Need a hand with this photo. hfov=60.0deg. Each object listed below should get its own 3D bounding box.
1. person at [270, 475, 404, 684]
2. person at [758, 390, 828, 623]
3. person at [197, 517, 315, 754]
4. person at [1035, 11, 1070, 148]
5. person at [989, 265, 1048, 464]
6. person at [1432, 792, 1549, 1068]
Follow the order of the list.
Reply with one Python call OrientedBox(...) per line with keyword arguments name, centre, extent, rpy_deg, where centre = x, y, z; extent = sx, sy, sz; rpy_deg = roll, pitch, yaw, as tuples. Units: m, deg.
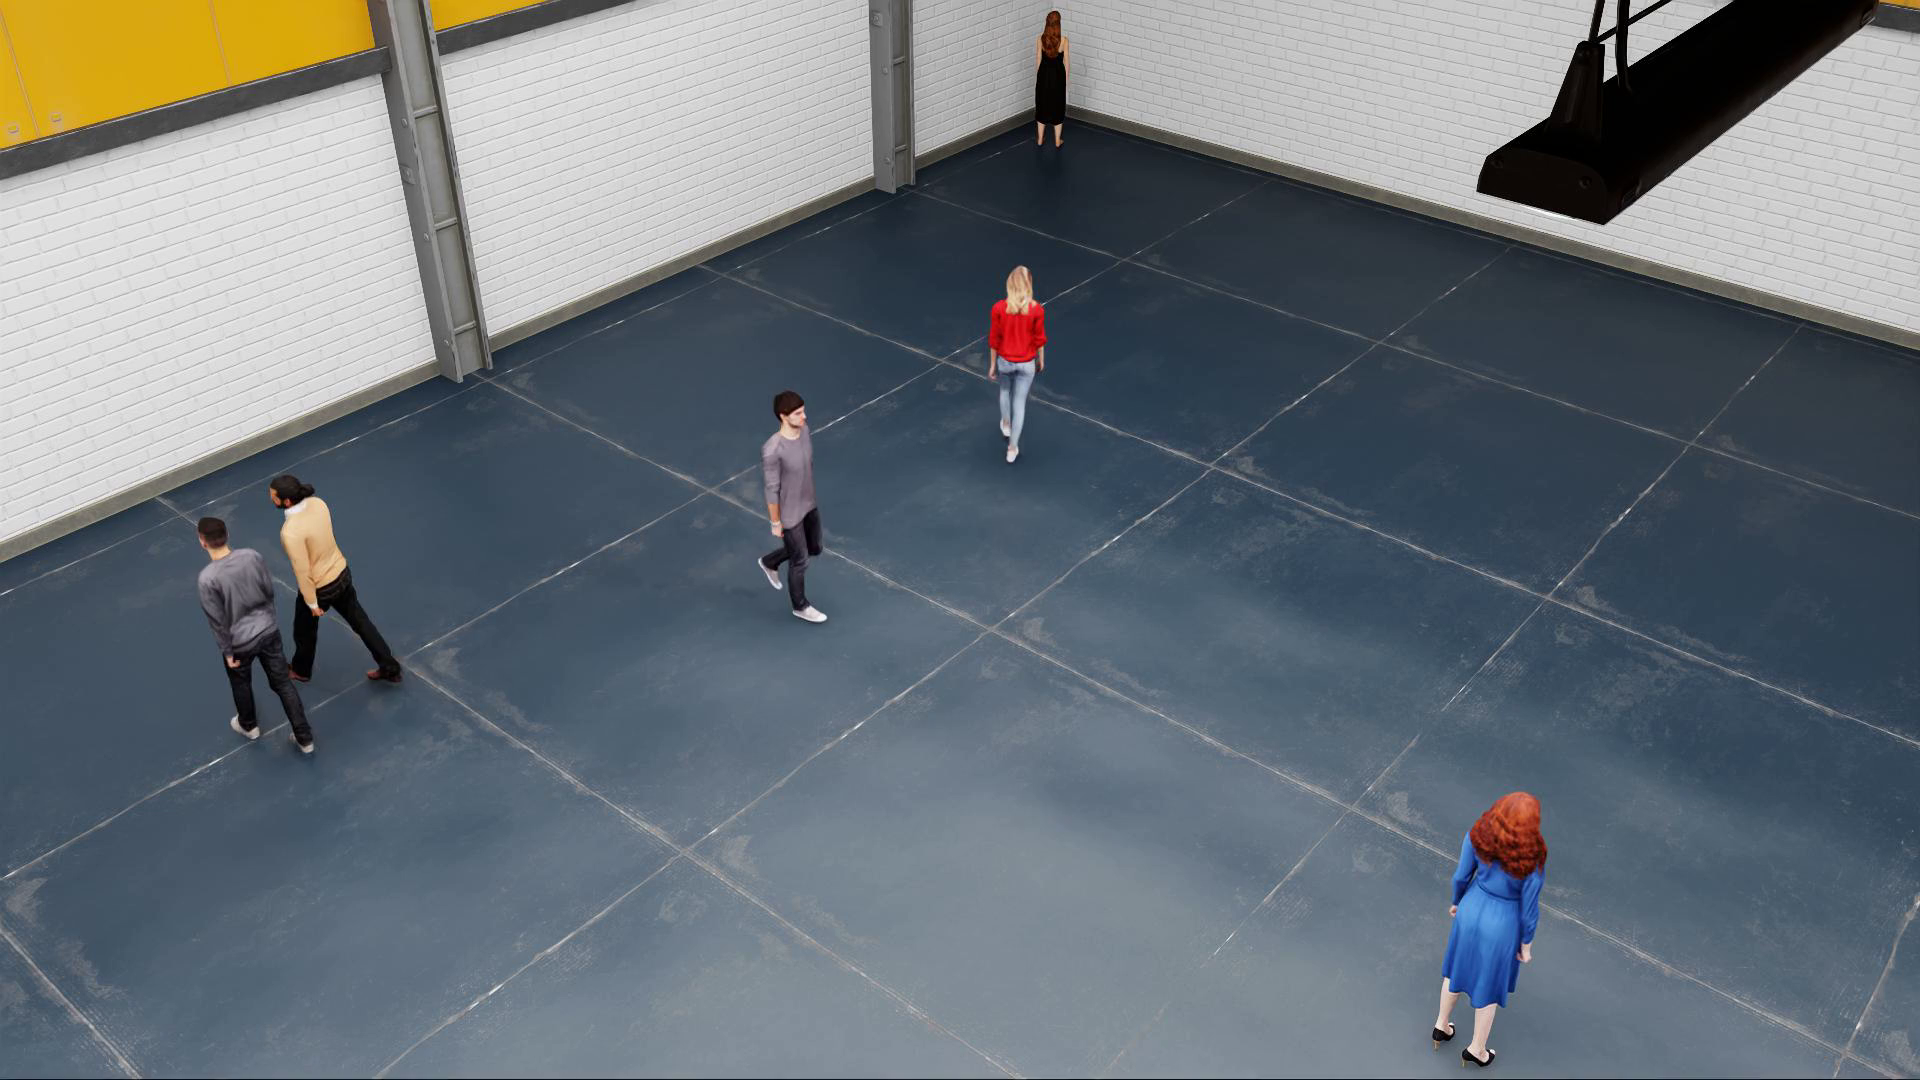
OrientedBox(name="person", centre=(-4.177, 0.320, 11.138), extent=(1.115, 1.700, 1.225), rpy_deg=(7, 34, 11))
OrientedBox(name="person", centre=(-1.263, -0.248, 11.871), extent=(0.841, 1.834, 0.880), rpy_deg=(16, 37, 23))
OrientedBox(name="person", centre=(-4.487, 0.634, 10.634), extent=(0.684, 1.735, 0.874), rpy_deg=(27, 42, 34))
OrientedBox(name="person", centre=(1.096, -5.557, 20.049), extent=(0.664, 1.623, 0.707), rpy_deg=(4, 34, 6))
OrientedBox(name="person", centre=(0.461, -1.412, 13.764), extent=(0.924, 1.679, 1.015), rpy_deg=(2, 34, 3))
OrientedBox(name="person", centre=(2.693, 1.997, 8.501), extent=(0.614, 1.828, 0.651), rpy_deg=(-26, 41, -33))
